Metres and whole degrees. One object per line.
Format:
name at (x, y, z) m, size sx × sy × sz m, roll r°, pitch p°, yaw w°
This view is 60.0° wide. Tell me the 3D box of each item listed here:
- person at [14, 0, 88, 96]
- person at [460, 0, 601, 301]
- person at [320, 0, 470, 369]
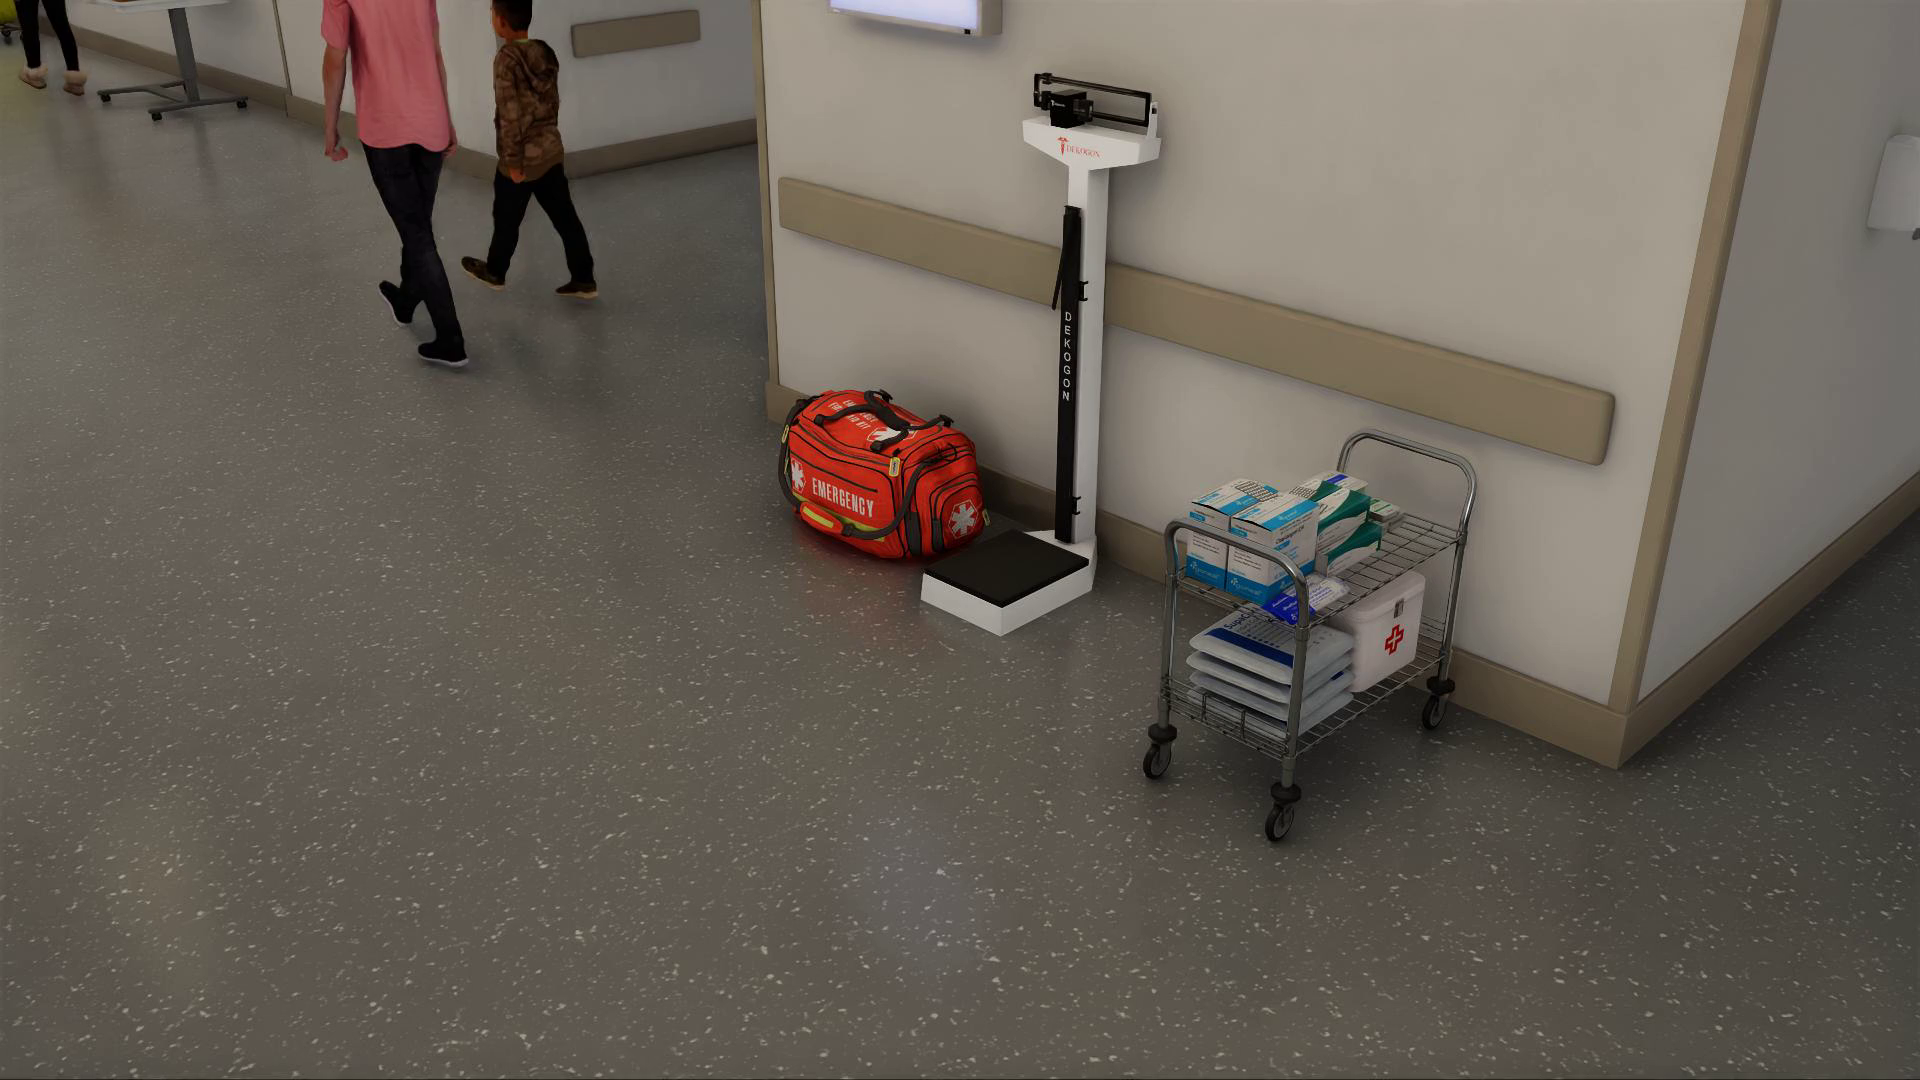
person at (-6.750, -4.094, 12.233) m, size 0.966 × 1.629 × 0.629 m, roll 22°, pitch 33°, yaw 38°
person at (-1.918, -1.775, 7.660) m, size 1.021 × 1.424 × 0.776 m, roll 13°, pitch 29°, yaw 25°
person at (-2.236, -1.643, 6.803) m, size 1.075 × 1.930 × 0.683 m, roll 21°, pitch 33°, yaw 36°
